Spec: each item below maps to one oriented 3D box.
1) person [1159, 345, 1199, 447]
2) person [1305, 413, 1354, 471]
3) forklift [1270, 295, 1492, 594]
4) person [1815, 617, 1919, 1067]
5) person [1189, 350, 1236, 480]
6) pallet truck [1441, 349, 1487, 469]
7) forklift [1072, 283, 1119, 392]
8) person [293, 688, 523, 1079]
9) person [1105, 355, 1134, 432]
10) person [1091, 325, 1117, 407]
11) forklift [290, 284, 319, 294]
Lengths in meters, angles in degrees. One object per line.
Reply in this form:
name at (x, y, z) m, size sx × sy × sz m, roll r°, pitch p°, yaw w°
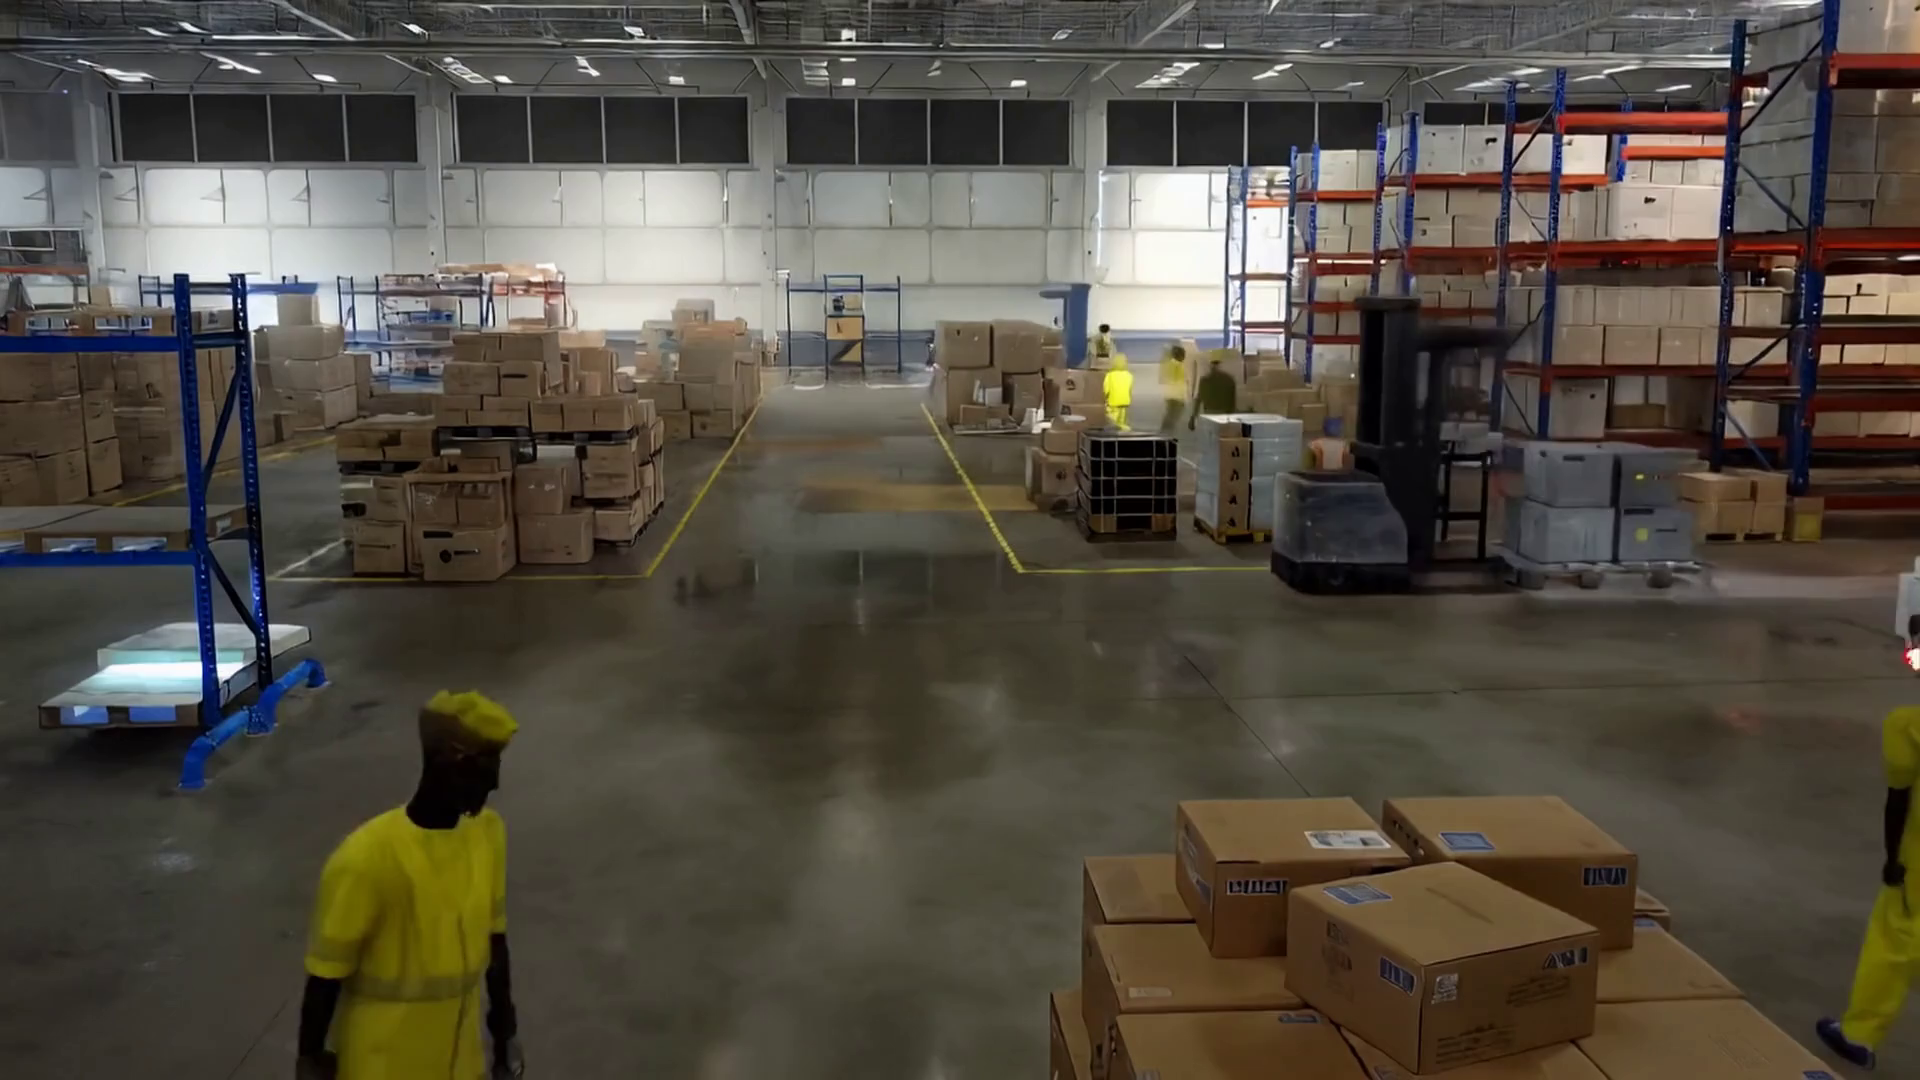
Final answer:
person at (3.858, -2.480, 28.980) m, size 0.933 × 1.795 × 0.659 m, roll 0°, pitch 9°, yaw -3°
person at (3.754, -0.481, 16.965) m, size 0.529 × 1.622 × 0.370 m, roll 0°, pitch 9°, yaw -2°
forklift at (4.055, -0.951, 16.001) m, size 1.873 × 2.768 × 1.129 m, roll -1°, pitch 9°, yaw -4°
person at (3.534, 1.175, 5.996) m, size 0.518 × 1.825 × 0.969 m, roll 0°, pitch 9°, yaw 0°
person at (3.697, -1.760, 24.019) m, size 0.619 × 1.955 × 1.005 m, roll -5°, pitch 10°, yaw -28°
pallet truck at (8.004, -2.170, 26.422) m, size 0.823 × 1.965 × 1.885 m, roll 2°, pitch 9°, yaw 14°
forklift at (3.066, -5.144, 42.330) m, size 1.873 × 2.768 × 1.129 m, roll -1°, pitch 9°, yaw -4°
person at (-1.505, 1.371, 4.446) m, size 0.393 × 1.929 × 0.780 m, roll 6°, pitch 11°, yaw 32°
person at (2.662, -2.235, 27.763) m, size 0.535 × 1.699 × 0.322 m, roll -5°, pitch 10°, yaw -28°
person at (3.279, -4.028, 38.428) m, size 0.553 × 1.898 × 0.966 m, roll -3°, pitch 9°, yaw -17°
forklift at (-15.072, -4.525, 38.444) m, size 1.873 × 2.768 × 1.129 m, roll -1°, pitch 9°, yaw -4°
